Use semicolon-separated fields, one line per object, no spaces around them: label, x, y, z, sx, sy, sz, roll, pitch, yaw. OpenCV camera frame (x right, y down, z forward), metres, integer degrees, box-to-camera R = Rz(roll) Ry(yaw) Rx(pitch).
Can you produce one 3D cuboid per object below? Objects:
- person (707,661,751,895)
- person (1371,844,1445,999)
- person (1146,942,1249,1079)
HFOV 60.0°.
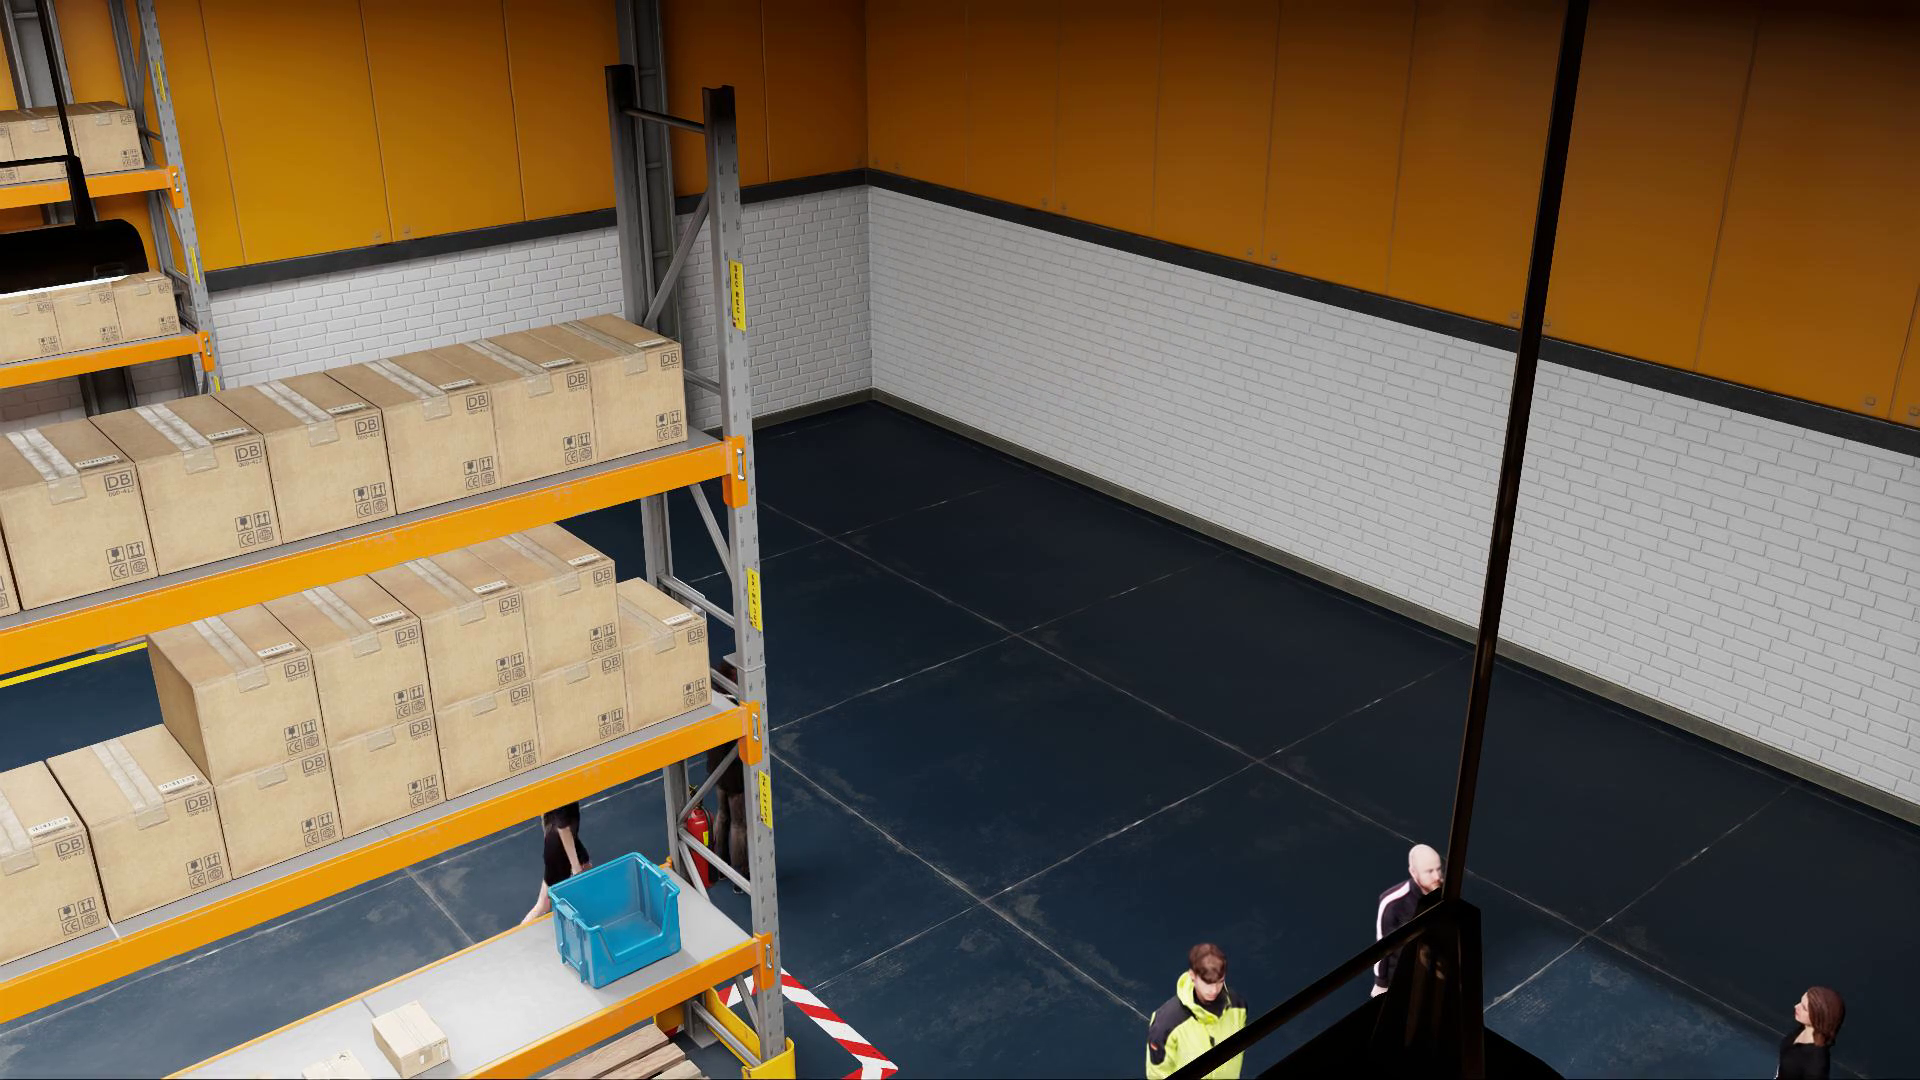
person;-1.619;1.662;11.784;0.585;1.799;0.678;-15;28;-31
person;2.599;2.554;9.698;0.595;1.837;0.786;-12;26;-25
person;1.208;2.918;8.690;0.628;1.977;0.862;-14;27;-28
